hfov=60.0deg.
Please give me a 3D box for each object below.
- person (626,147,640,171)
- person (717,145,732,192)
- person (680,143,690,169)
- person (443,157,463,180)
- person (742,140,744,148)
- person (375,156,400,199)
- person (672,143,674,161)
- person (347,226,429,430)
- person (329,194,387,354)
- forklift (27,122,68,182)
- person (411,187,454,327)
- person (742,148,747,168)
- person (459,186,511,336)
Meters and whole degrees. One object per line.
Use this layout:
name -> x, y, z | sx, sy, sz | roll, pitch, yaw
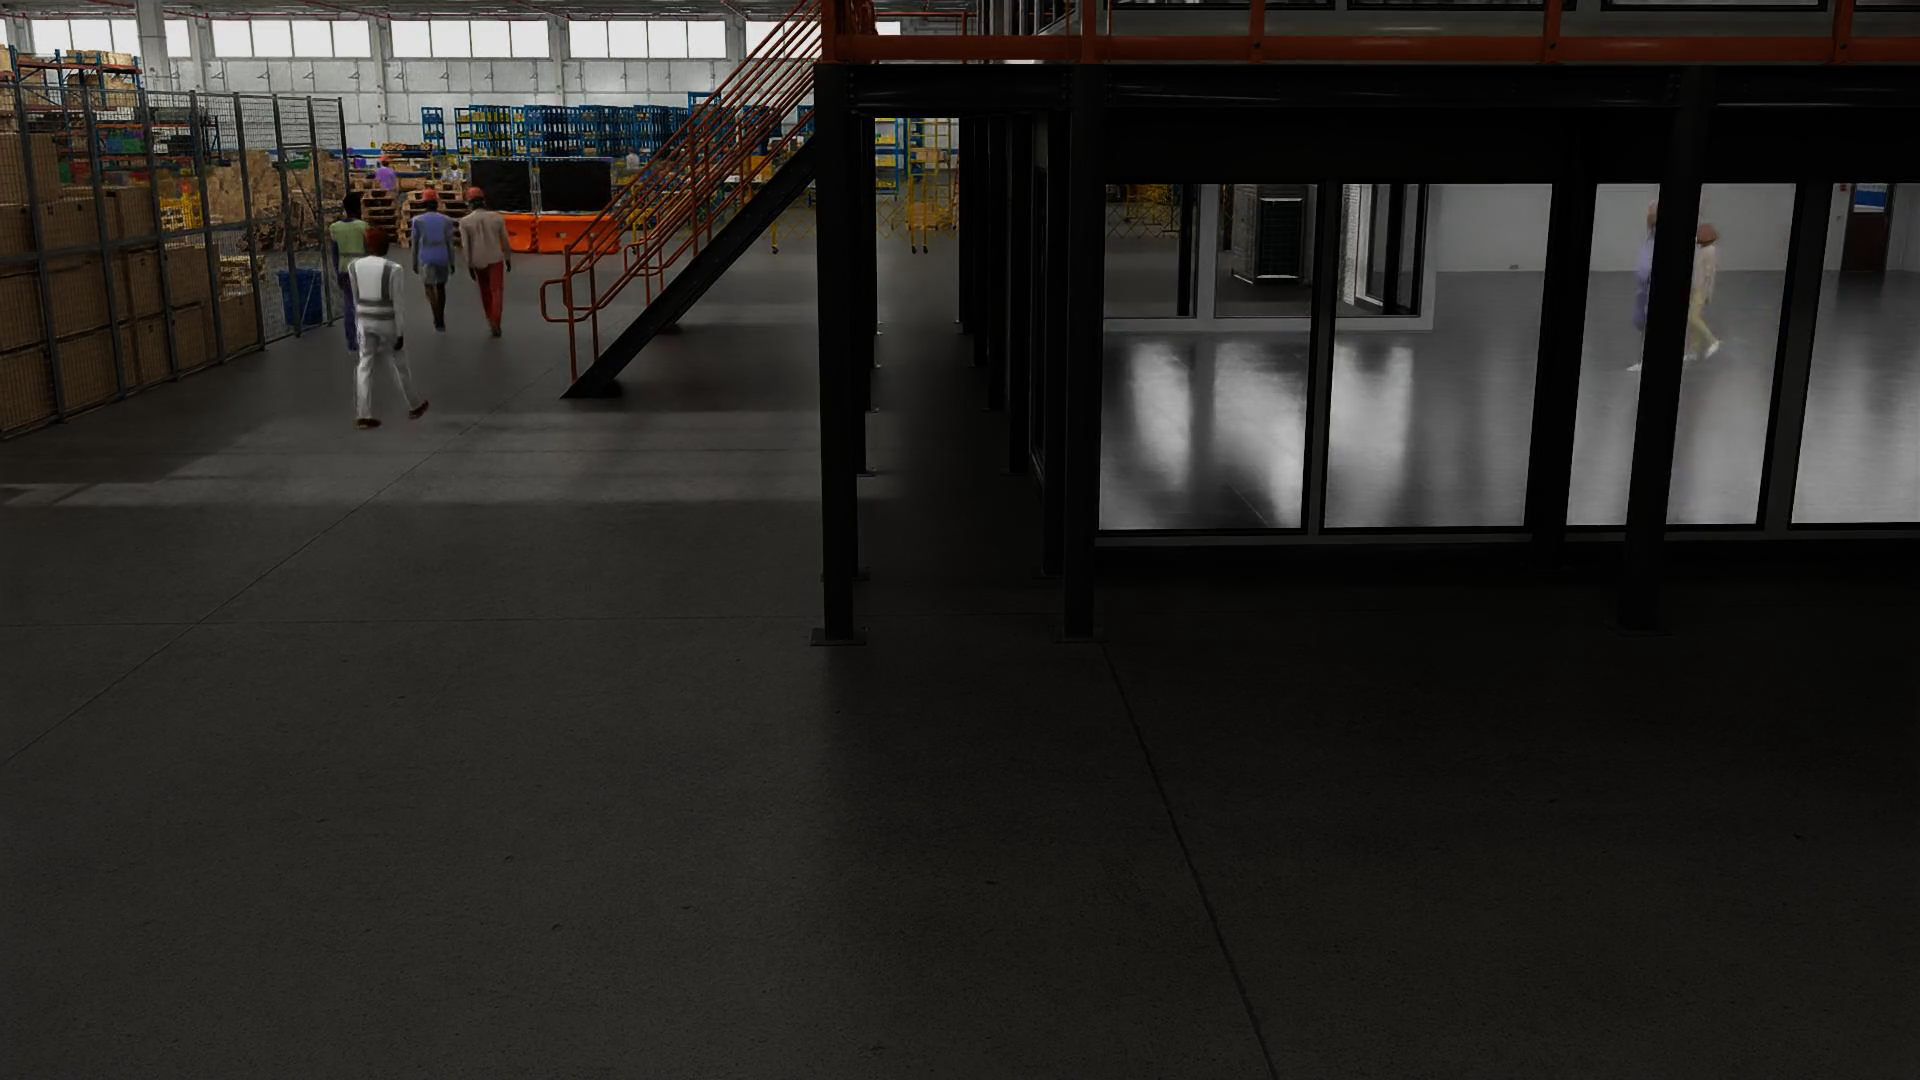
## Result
person -> -12.251, -13.724, 62.166 | 0.402, 1.904, 0.652 | 9, 16, 31
person -> -8.249, -12.897, 58.578 | 0.610, 2.042, 0.396 | -13, 19, -43
person -> -13.865, -19.219, 84.272 | 0.599, 1.830, 0.404 | -5, 15, -20
person -> -14.369, -9.950, 47.256 | 0.614, 1.814, 0.418 | -11, 18, -36
person -> -11.441, -20.278, 88.225 | 0.433, 1.981, 0.631 | -4, 14, -14
person -> -15.397, -9.383, 44.827 | 0.575, 1.891, 0.949 | 0, 14, -1
person -> -16.050, -21.315, 92.735 | 0.990, 1.789, 0.591 | -3, 14, -14
person -> -5.308, -1.964, 15.310 | 0.578, 1.832, 0.989 | 3, 14, 10
person -> -7.259, -3.184, 20.008 | 0.587, 1.920, 0.391 | 4, 15, 16
forklift -> -35.376, -14.773, 64.377 | 1.129, 2.768, 1.873 | -1, 14, -2
person -> -7.135, -3.822, 22.582 | 0.549, 1.914, 0.736 | -7, 15, -25
person -> -9.572, -16.470, 73.519 | 0.926, 1.721, 0.534 | 0, 14, 1
person -> -6.240, -3.667, 21.886 | 0.627, 1.950, 0.949 | -3, 14, -11
